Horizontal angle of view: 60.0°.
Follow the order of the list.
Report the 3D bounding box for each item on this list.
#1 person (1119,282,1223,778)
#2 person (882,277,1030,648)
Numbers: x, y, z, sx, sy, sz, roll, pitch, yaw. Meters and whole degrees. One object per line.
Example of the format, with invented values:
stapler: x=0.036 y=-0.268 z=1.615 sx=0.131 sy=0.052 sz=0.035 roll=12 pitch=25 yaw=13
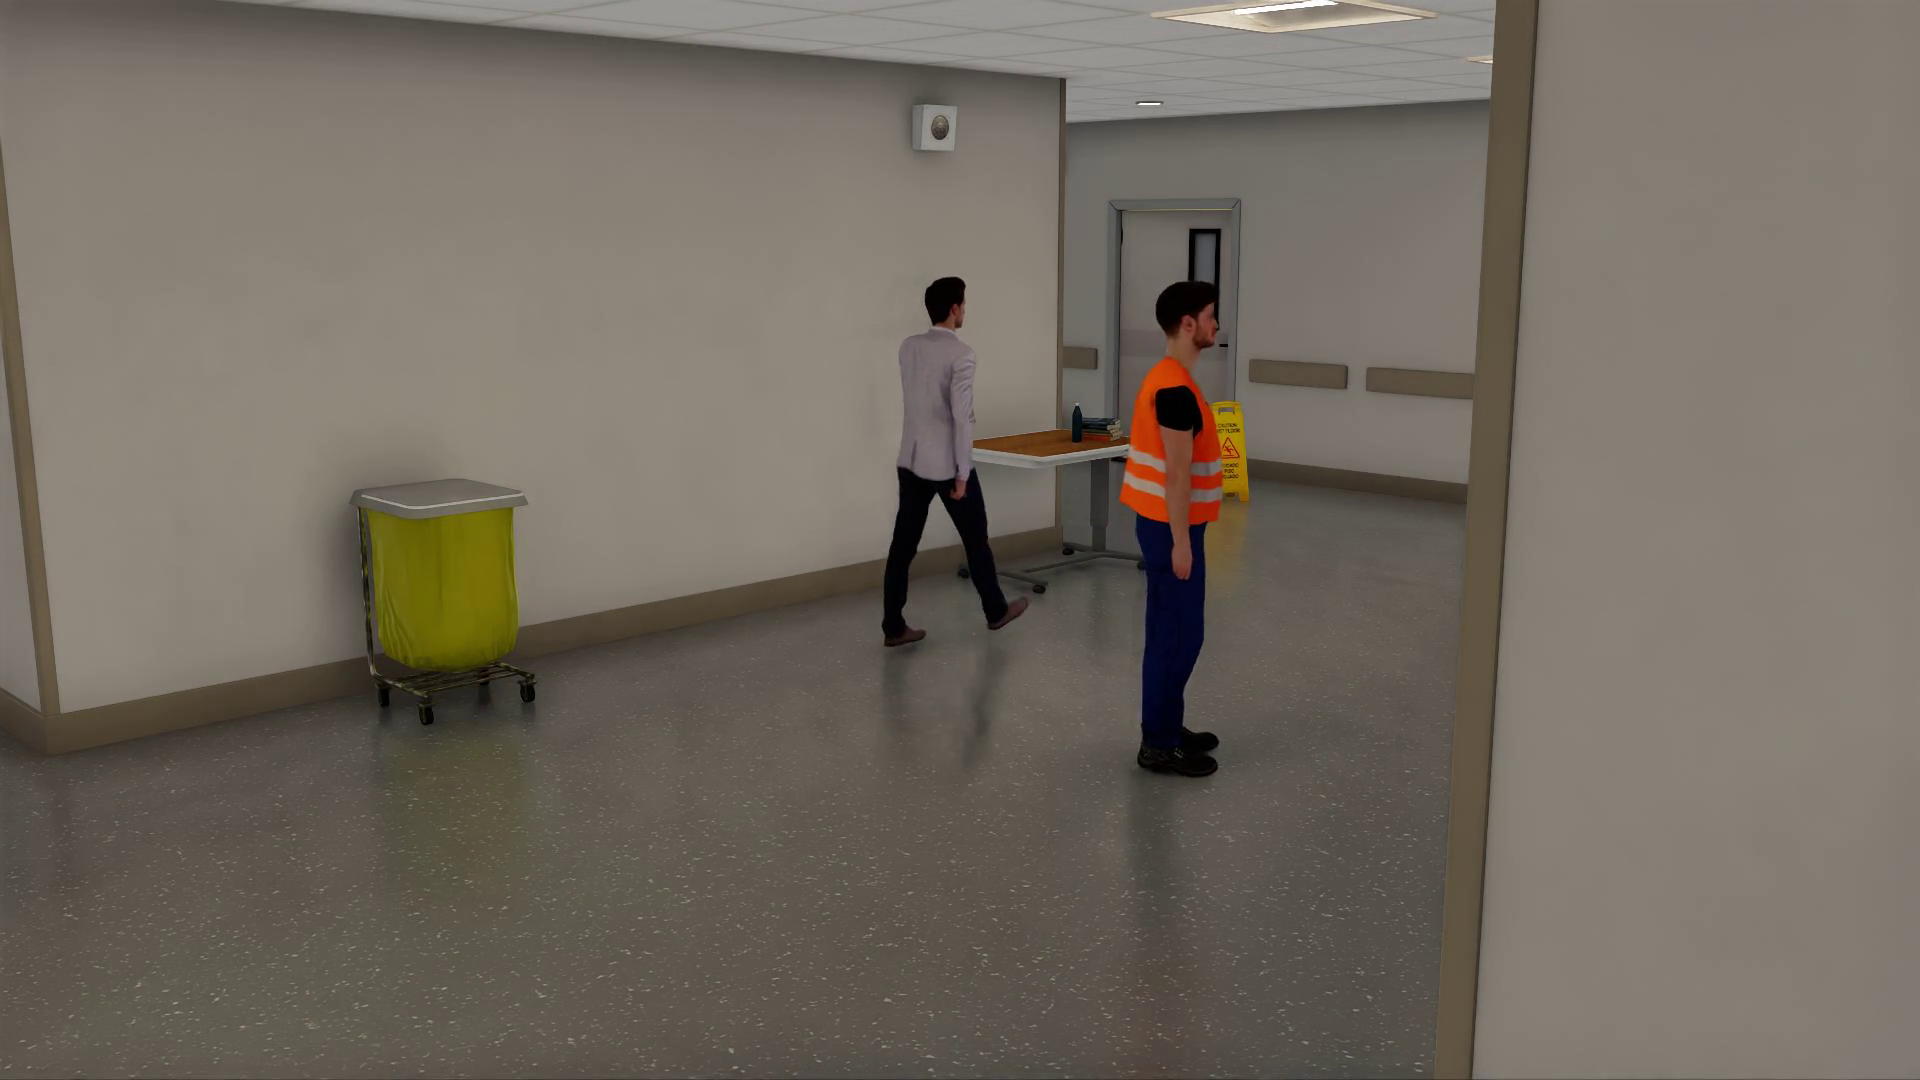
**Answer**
person: x=0.804 y=-0.051 z=6.444 sx=0.897 sy=1.883 sz=0.843 roll=1 pitch=11 yaw=5
person: x=-0.193 y=-0.348 z=8.217 sx=1.030 sy=1.805 sz=0.796 roll=9 pitch=14 yaw=39
